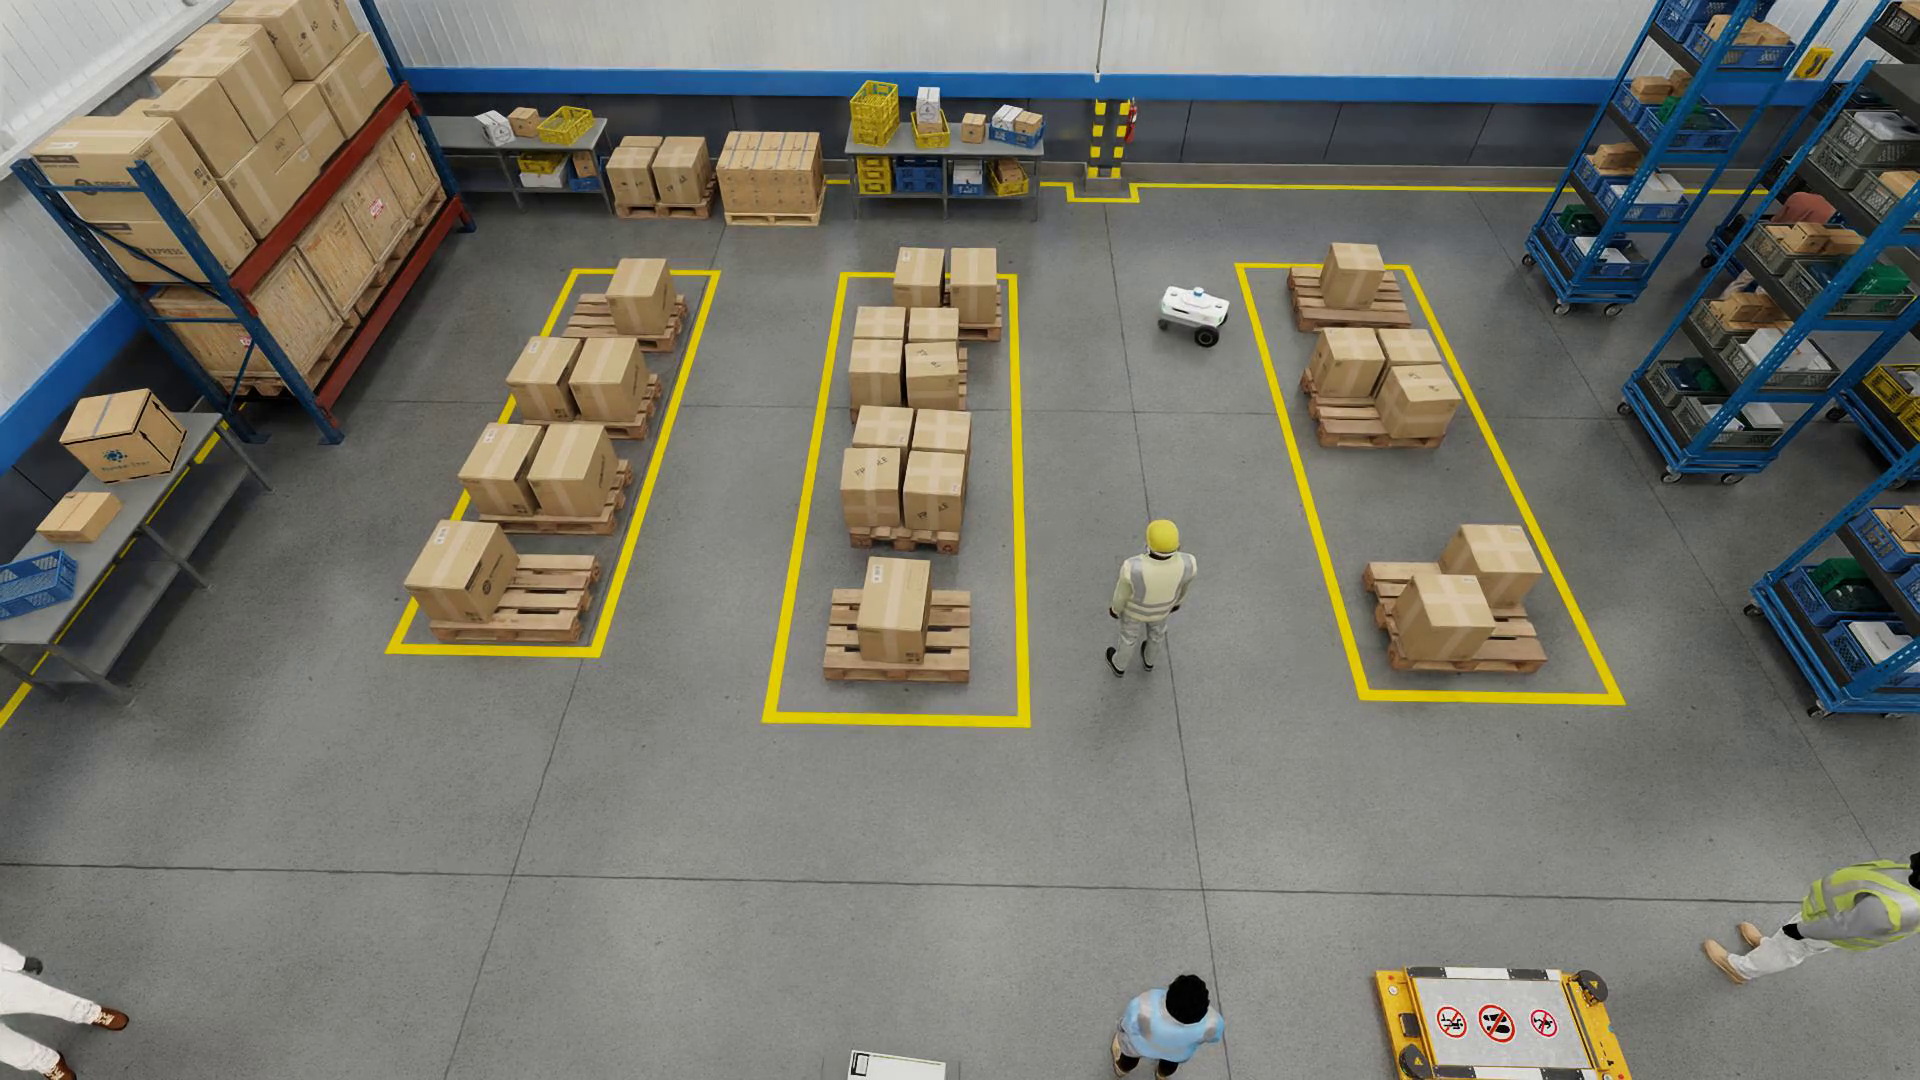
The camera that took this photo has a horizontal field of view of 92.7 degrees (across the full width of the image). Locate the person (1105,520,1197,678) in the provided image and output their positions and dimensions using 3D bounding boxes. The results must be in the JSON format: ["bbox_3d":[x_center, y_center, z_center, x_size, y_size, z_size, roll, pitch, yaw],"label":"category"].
[{"bbox_3d":[1.446,0.467,7.085,0.591,1.837,0.403,-8,51,-6],"label":"person"}]

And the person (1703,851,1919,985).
[{"bbox_3d":[5.358,2.295,5.591,0.627,1.844,0.429,-15,52,-12],"label":"person"}]

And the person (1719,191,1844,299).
[{"bbox_3d":[8.863,-3.065,9.877,0.411,1.979,0.625,-20,53,-15],"label":"person"}]

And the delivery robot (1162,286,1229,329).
[{"bbox_3d":[2.649,-2.629,10.366,0.707,0.478,0.477,19,52,15],"label":"delivery robot"}]

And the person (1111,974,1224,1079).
[{"bbox_3d":[1.159,2.817,5.257,0.541,1.695,0.315,6,51,5],"label":"person"}]

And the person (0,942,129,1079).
[{"bbox_3d":[-5.673,2.671,5.243,0.402,1.909,0.638,20,54,16],"label":"person"}]

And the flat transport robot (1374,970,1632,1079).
[{"bbox_3d":[3.501,3.133,5.914,1.431,0.197,0.652,1,51,1],"label":"flat transport robot"}]
